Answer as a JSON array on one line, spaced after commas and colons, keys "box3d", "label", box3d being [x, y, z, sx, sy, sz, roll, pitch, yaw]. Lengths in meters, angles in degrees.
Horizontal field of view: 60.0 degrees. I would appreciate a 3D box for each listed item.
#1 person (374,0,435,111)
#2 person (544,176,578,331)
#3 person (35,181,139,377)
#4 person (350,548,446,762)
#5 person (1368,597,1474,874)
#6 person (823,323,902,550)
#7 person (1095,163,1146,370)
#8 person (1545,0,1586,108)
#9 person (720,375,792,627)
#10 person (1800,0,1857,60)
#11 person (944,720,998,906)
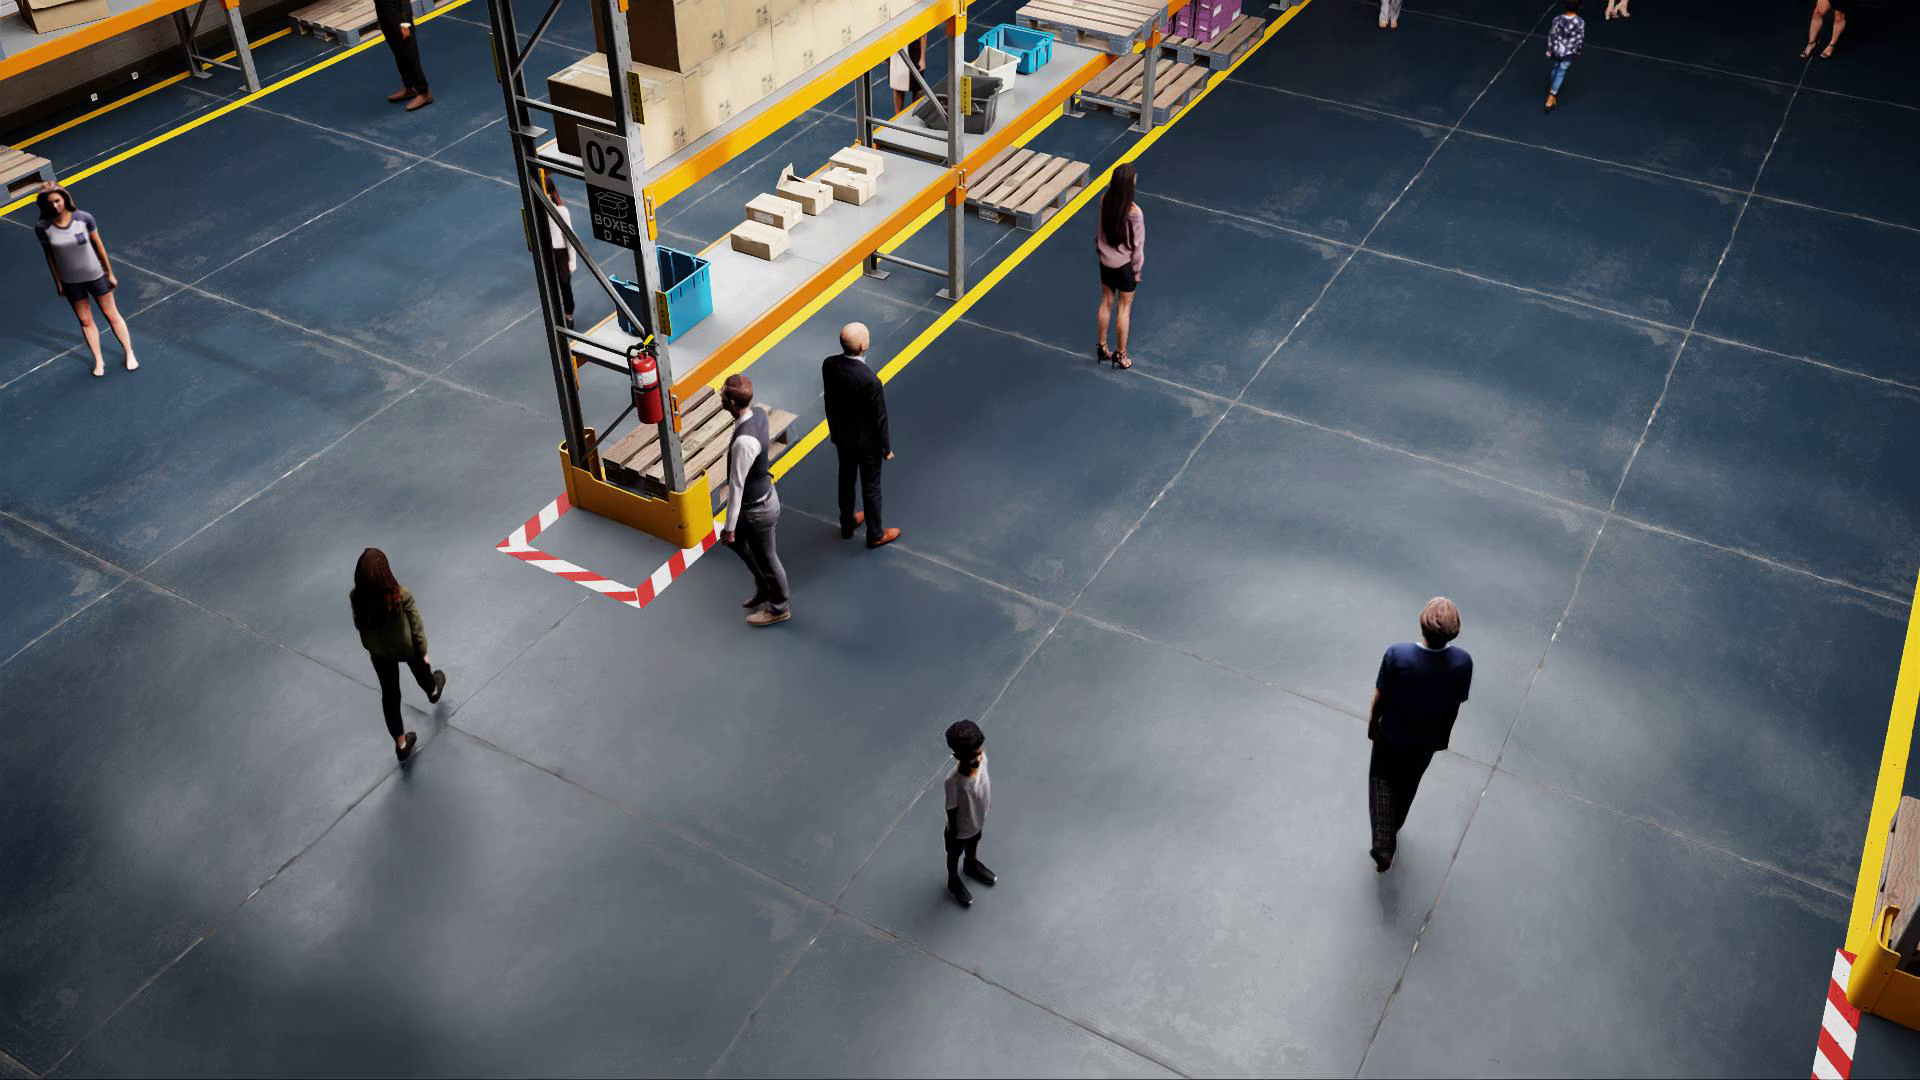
[{"box3d": [-5.967, -5.537, 17.602, 0.726, 1.903, 0.775, -30, 47, -32], "label": "person"}, {"box3d": [-3.397, -2.451, 14.082, 0.624, 1.474, 0.635, 9, 40, 12], "label": "person"}, {"box3d": [-7.103, -2.135, 13.486, 0.672, 1.724, 0.746, -12, 40, -15], "label": "person"}, {"box3d": [-3.471, 0.711, 10.151, 0.901, 1.438, 1.071, 0, 39, 0], "label": "person"}, {"box3d": [2.540, 1.132, 9.297, 0.895, 1.847, 1.082, 4, 39, 5], "label": "person"}, {"box3d": [-0.714, -0.733, 11.669, 0.703, 1.800, 0.605, 25, 45, 27], "label": "person"}, {"box3d": [1.283, -2.216, 13.518, 0.621, 1.811, 0.666, -31, 48, -32], "label": "person"}, {"box3d": [6.440, -5.222, 17.751, 0.528, 1.226, 0.858, 23, 44, 26], "label": "person"}, {"box3d": [-1.262, -0.246, 10.964, 0.894, 1.920, 0.808, -6, 39, -8], "label": "person"}, {"box3d": [9.927, -6.205, 18.605, 0.820, 1.695, 0.806, -24, 45, -27], "label": "person"}, {"box3d": [0.038, 1.495, 9.313, 0.591, 1.260, 0.478, 29, 47, 32], "label": "person"}]
